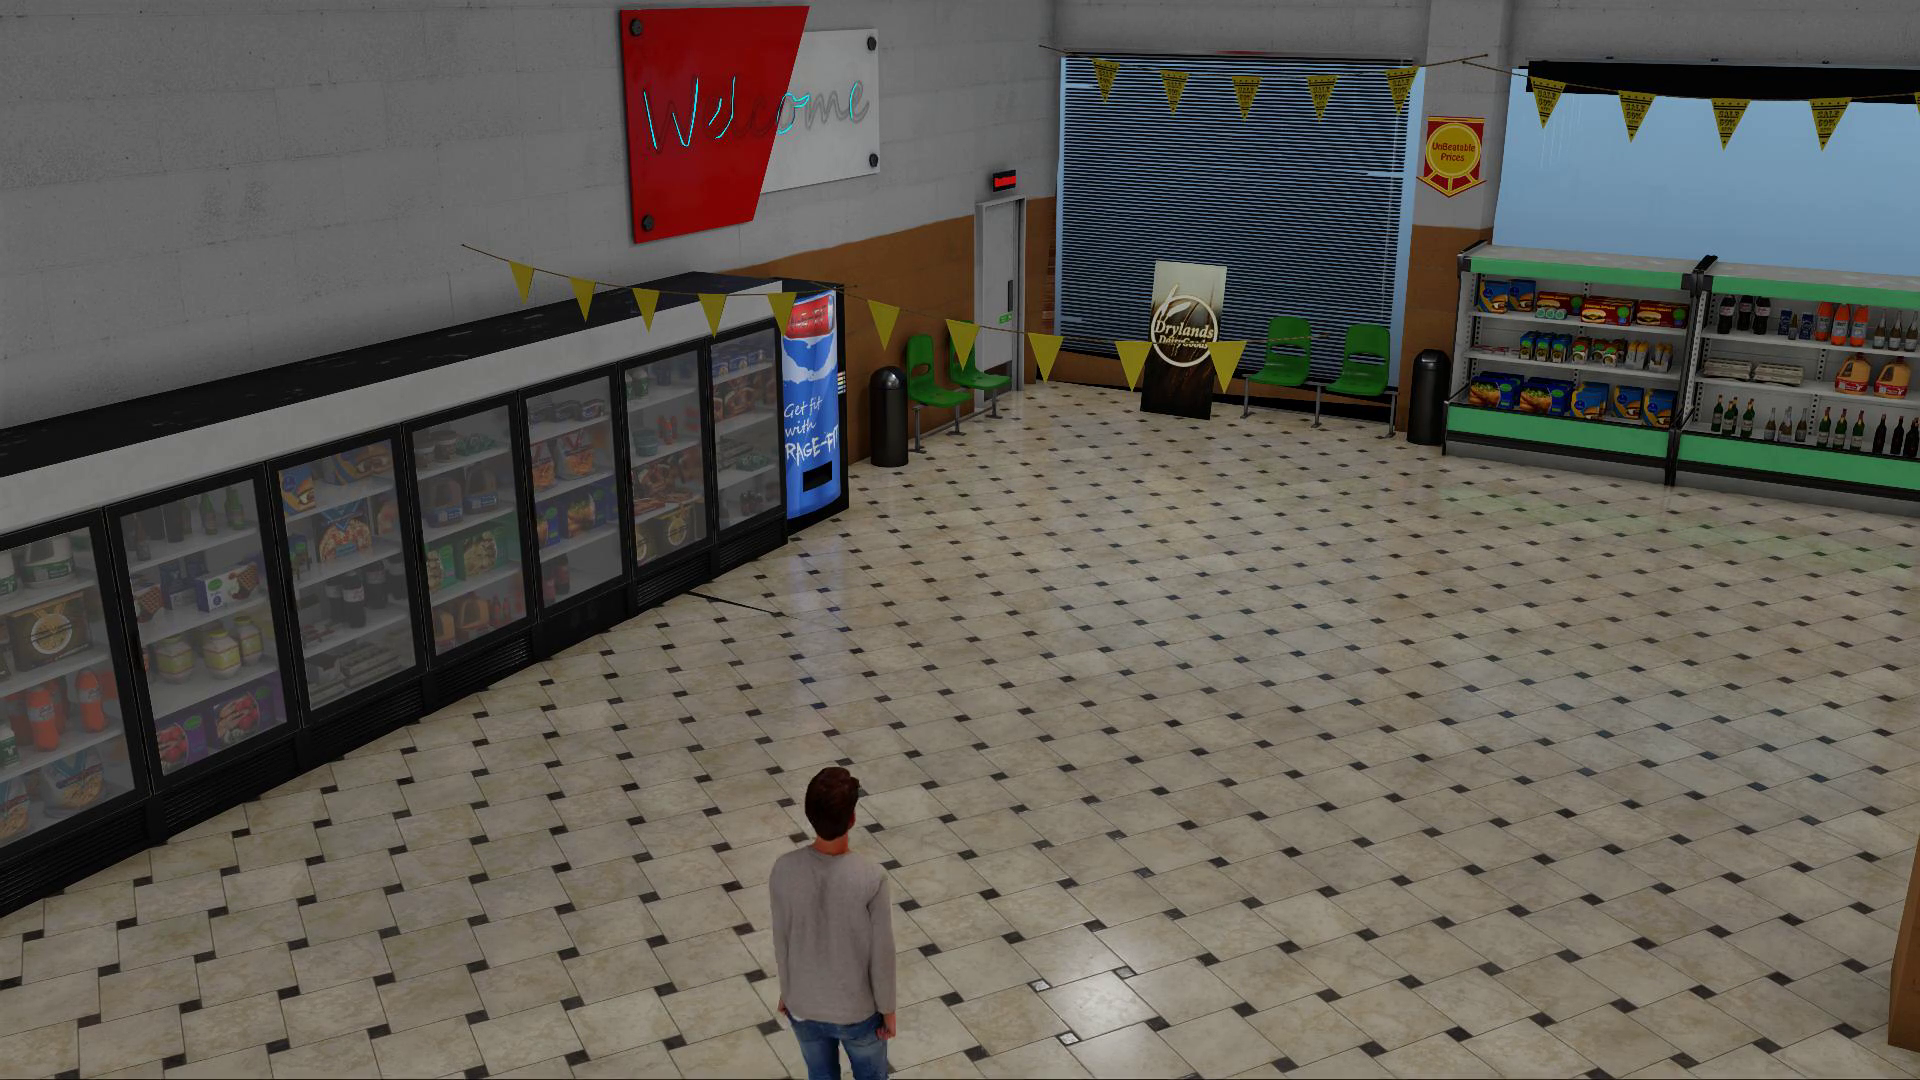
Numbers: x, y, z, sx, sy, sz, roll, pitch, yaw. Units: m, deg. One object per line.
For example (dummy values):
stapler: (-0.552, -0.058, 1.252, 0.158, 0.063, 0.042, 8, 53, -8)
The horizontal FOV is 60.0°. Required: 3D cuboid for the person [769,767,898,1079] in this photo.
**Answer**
person: (-0.502, 1.792, 6.301, 0.860, 1.891, 0.857, 4, 19, 12)
